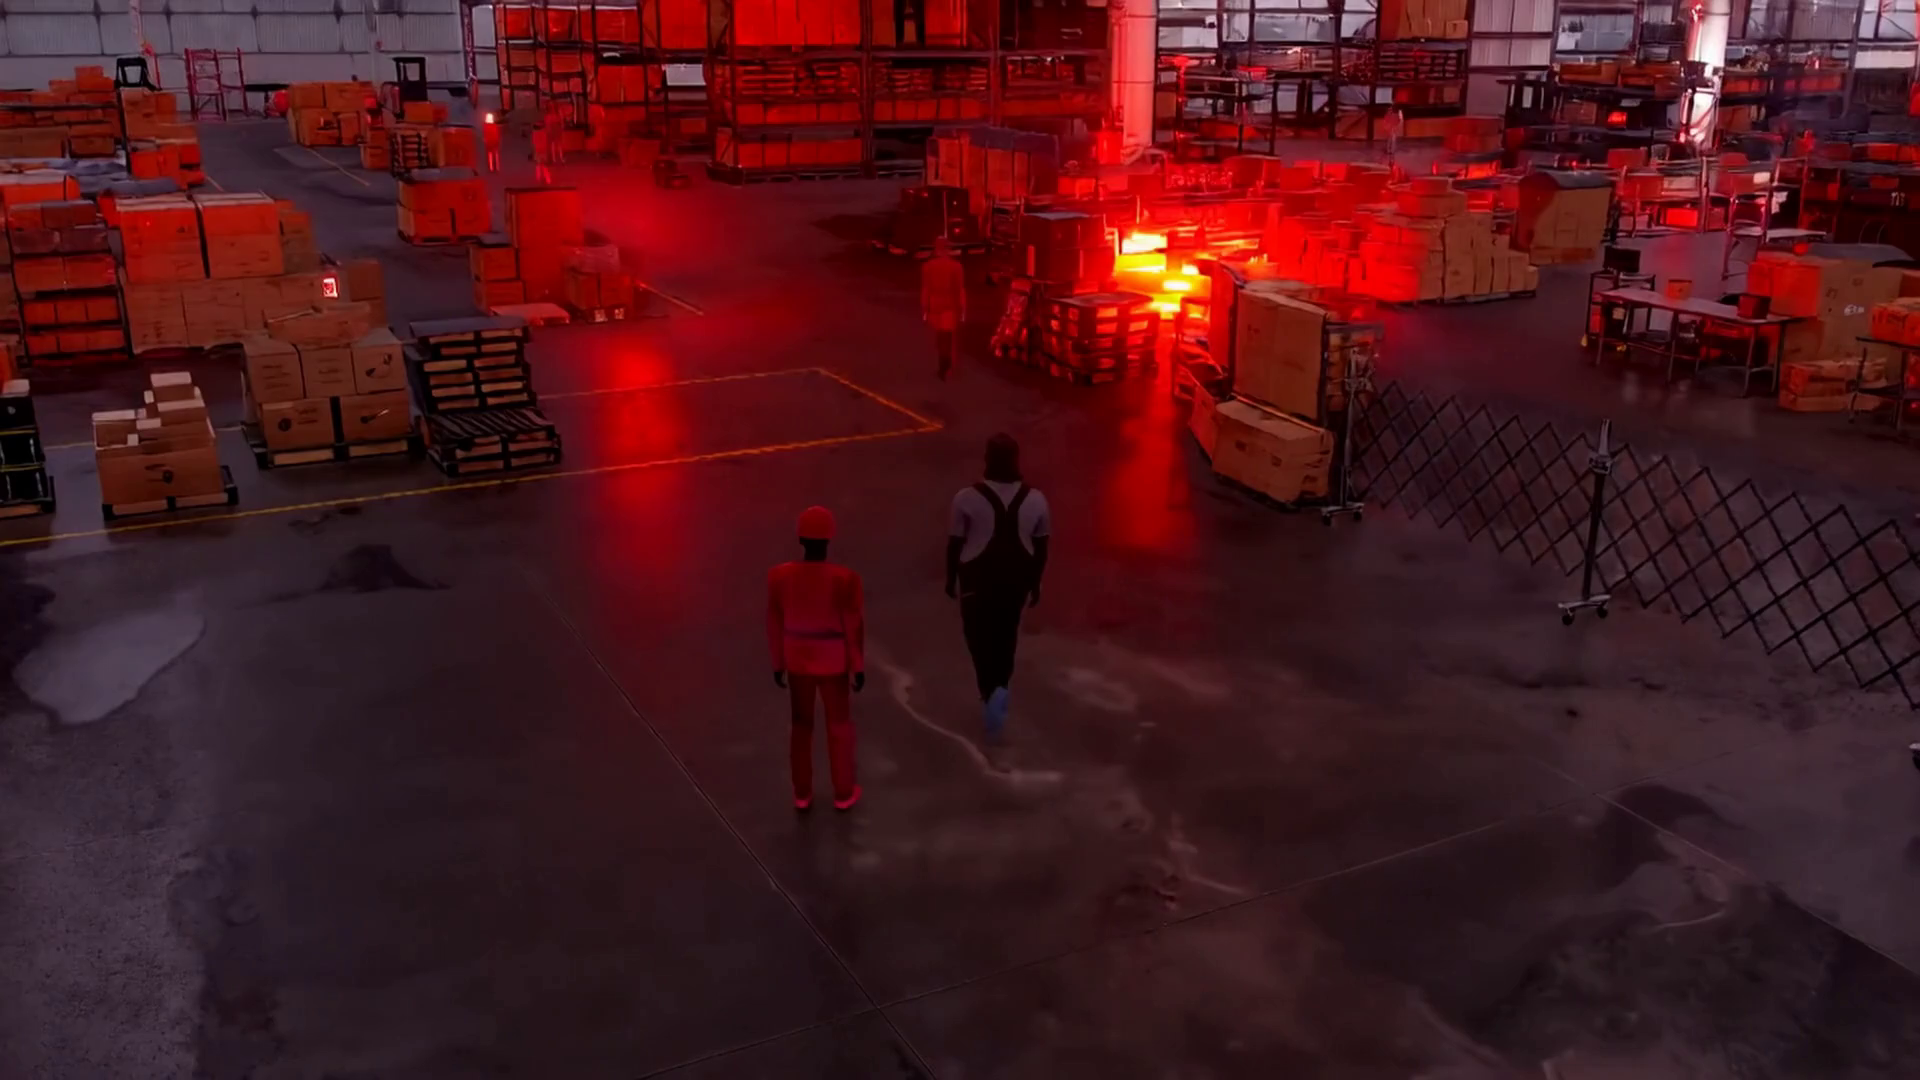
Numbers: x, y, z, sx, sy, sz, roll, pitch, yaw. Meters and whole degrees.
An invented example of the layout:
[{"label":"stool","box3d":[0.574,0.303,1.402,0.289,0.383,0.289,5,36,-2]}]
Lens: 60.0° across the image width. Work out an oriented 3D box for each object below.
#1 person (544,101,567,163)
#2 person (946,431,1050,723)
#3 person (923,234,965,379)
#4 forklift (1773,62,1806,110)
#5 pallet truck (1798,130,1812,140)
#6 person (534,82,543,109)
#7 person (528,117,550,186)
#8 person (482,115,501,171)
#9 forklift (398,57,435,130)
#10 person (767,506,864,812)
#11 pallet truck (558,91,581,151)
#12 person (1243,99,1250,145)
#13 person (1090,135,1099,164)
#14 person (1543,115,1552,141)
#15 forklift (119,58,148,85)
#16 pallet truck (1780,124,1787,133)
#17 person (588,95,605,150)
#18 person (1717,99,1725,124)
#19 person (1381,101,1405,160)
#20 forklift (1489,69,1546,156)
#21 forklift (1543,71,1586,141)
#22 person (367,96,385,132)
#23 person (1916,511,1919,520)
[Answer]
[{"label":"person","box3d":[-12.744,-12.843,52.413,0.629,1.918,0.968,-10,20,-27]},{"label":"person","box3d":[0.268,0.229,11.475,0.685,2.000,0.884,-4,18,-14]},{"label":"person","box3d":[-0.214,-3.116,22.133,0.552,1.898,0.983,3,18,10]},{"label":"forklift","box3d":[30.288,-16.079,60.963,1.873,2.768,1.129,-9,20,-26]},{"label":"pallet truck","box3d":[25.526,-11.556,49.408,1.630,1.274,0.653,-9,20,-26]},{"label":"person","box3d":[-16.956,-17.677,67.403,0.779,1.965,0.630,-8,20,-24]},{"label":"person","box3d":[-11.454,-10.463,45.020,0.570,1.901,0.780,16,24,41]},{"label":"person","box3d":[-14.128,-12.000,50.233,0.545,1.653,0.889,-5,19,-16]},{"label":"forklift","box3d":[-22.000,-18.030,67.046,1.129,2.768,1.873,-9,20,-26]},{"label":"person","box3d":[-0.862,0.728,10.098,0.586,1.928,0.369,3,18,8]},{"label":"pallet truck","box3d":[-13.495,-14.412,57.188,0.823,1.965,1.885,-3,18,-9]},{"label":"person","box3d":[10.171,-14.918,59.419,0.527,1.582,0.871,-15,23,-39]},{"label":"person","box3d":[3.427,-9.338,41.857,0.321,1.695,0.529,2,18,5]},{"label":"person","box3d":[17.462,-11.764,49.433,0.455,1.682,0.554,5,18,15]},{"label":"forklift","box3d":[-32.353,-17.503,65.400,1.129,2.768,1.873,-9,20,-26]},{"label":"pallet truck","box3d":[25.206,-12.542,52.601,1.601,1.201,0.680,0,18,-2]},{"label":"person","box3d":[-12.174,-13.966,55.900,0.628,1.935,0.373,11,21,31]},{"label":"person","box3d":[24.328,-13.238,53.637,0.649,1.922,0.697,17,24,42]},{"label":"person","box3d":[14.021,-13.249,53.783,0.642,1.864,0.959,11,21,31]},{"label":"forklift","box3d":[18.528,-13.948,54.319,1.873,2.768,1.129,-9,20,-26]},{"label":"forklift","box3d":[18.685,-13.231,52.085,1.873,2.768,1.129,-9,20,-26]},{"label":"person","box3d":[-19.455,-13.819,55.463,0.391,1.922,0.593,15,23,39]},{"label":"person","box3d":[9.448,-0.911,15.369,0.593,1.838,0.976,-8,20,-24]}]
